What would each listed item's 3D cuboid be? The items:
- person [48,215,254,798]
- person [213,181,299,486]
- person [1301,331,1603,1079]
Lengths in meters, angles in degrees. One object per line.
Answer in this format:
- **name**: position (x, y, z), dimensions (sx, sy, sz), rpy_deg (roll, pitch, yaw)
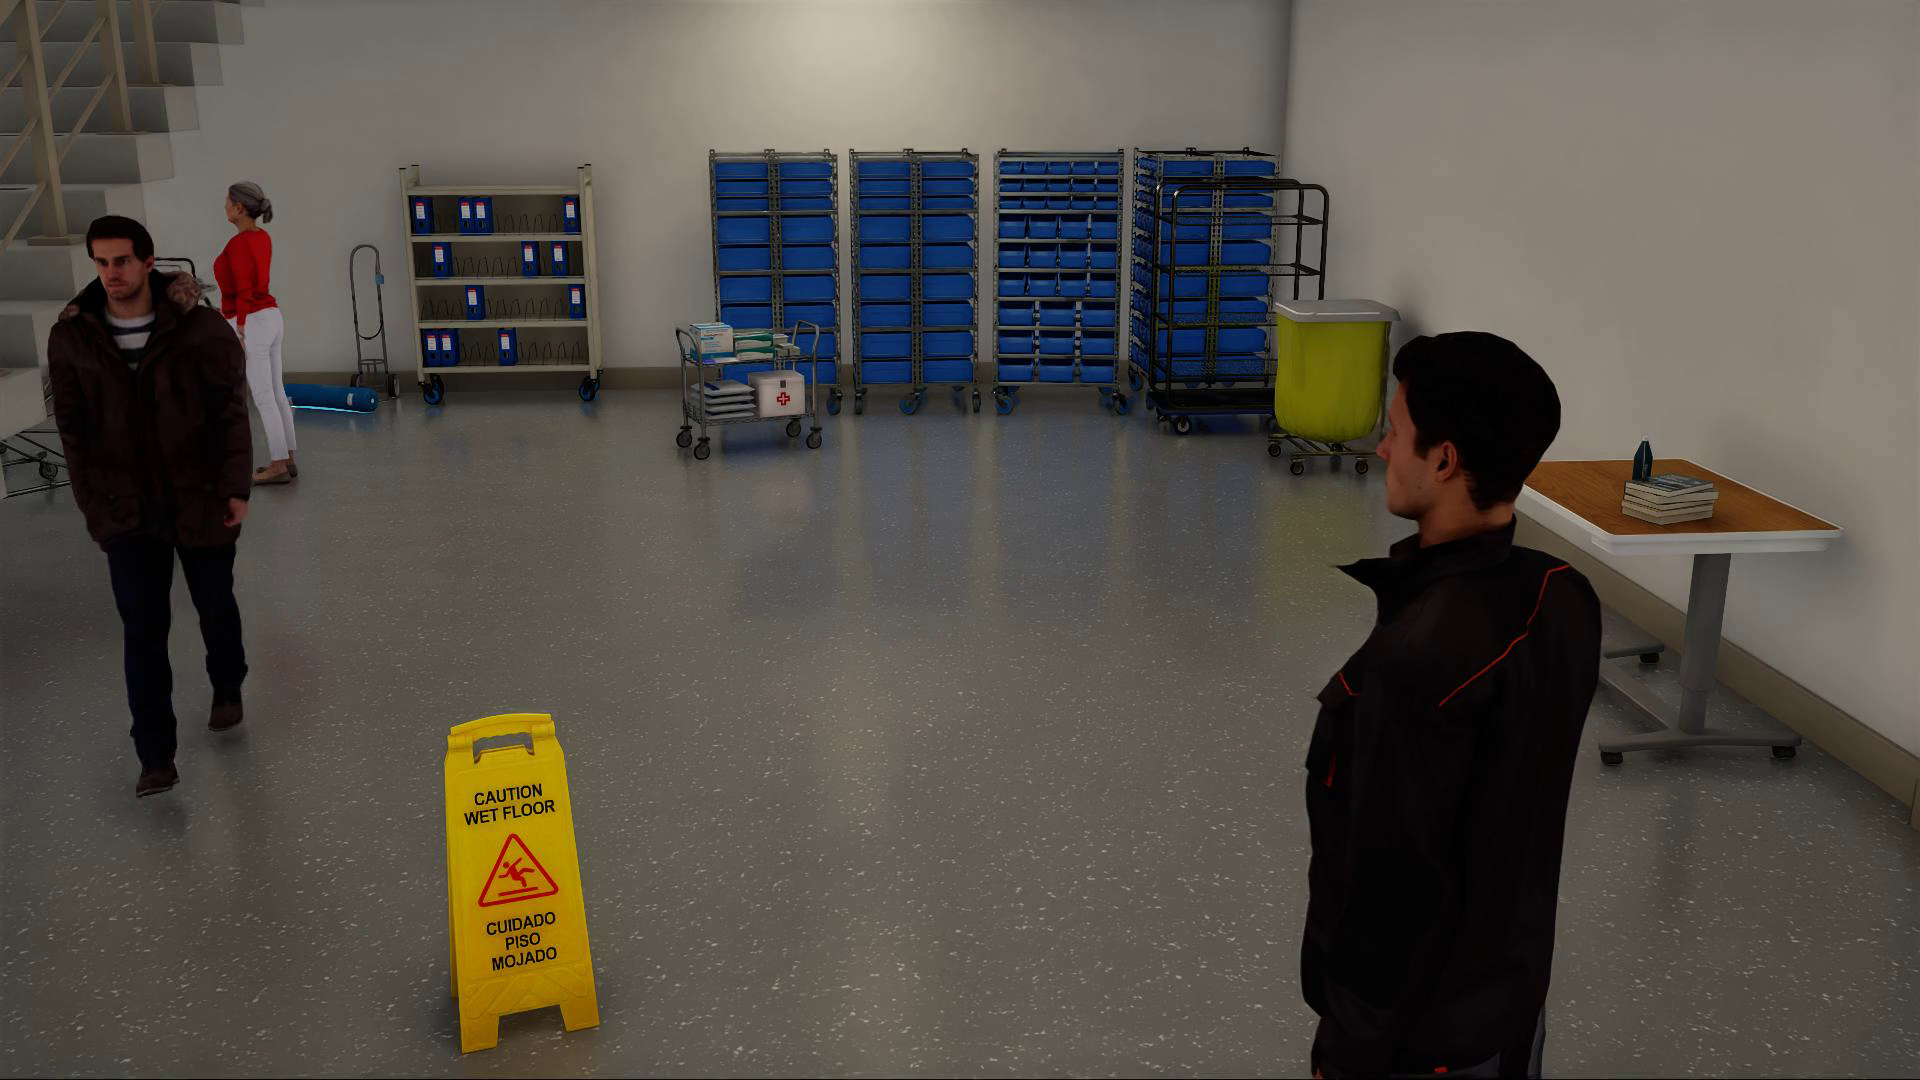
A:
- **person**: position (-2.593, -0.134, 5.507), dimensions (0.917, 1.801, 1.244), rpy_deg (-5, 16, -17)
- **person**: position (-3.943, -1.161, 9.352), dimensions (0.613, 1.693, 0.492), rpy_deg (0, 16, -1)
- **person**: position (0.703, 0.652, 2.454), dimensions (0.843, 1.946, 0.765), rpy_deg (11, 19, 35)
